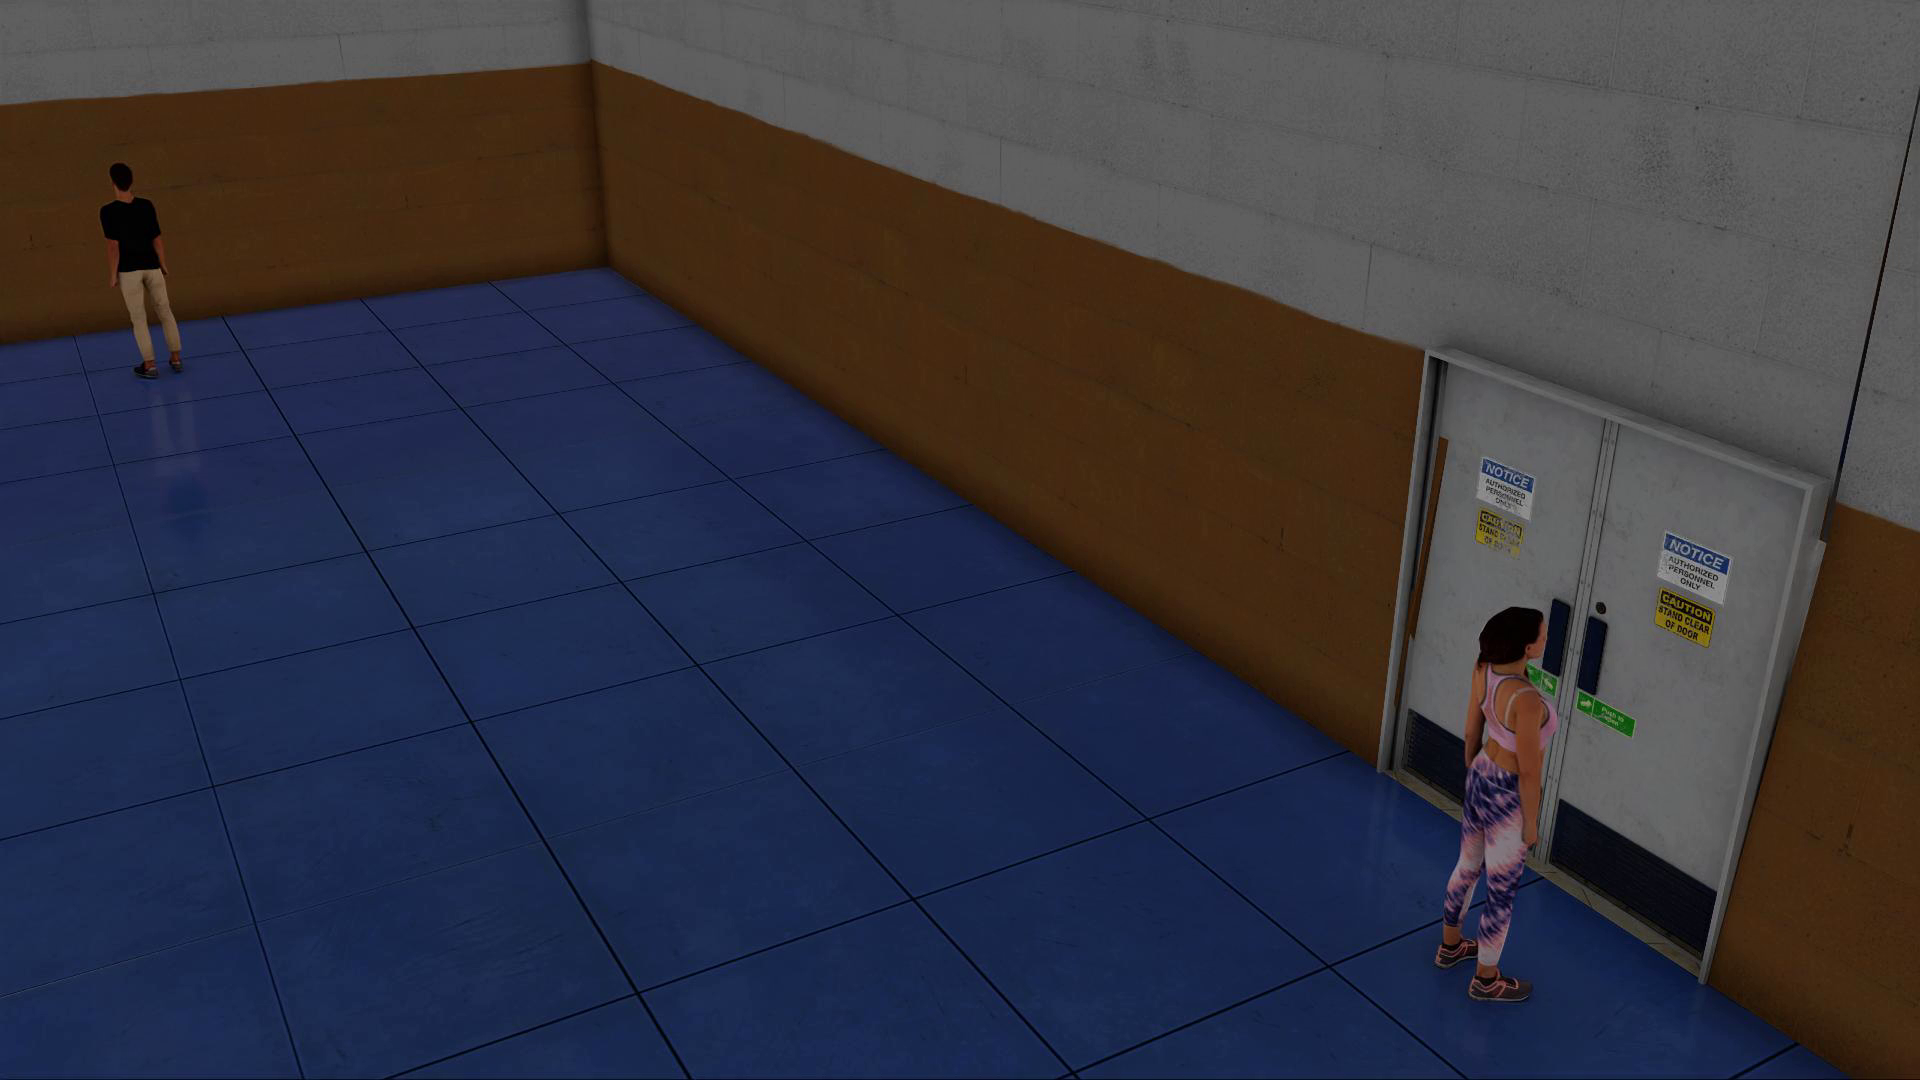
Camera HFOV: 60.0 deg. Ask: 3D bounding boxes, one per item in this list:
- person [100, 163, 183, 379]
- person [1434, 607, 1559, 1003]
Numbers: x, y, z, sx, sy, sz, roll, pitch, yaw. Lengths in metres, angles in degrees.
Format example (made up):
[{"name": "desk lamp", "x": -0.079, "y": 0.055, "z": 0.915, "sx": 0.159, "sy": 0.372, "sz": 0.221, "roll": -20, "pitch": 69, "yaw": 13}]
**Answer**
[{"name": "person", "x": -7.150, "y": -2.353, "z": 14.506, "sx": 0.761, "sy": 1.859, "sz": 0.578, "roll": 20, "pitch": 30, "yaw": 38}, {"name": "person", "x": 2.214, "y": 1.070, "z": 6.831, "sx": 0.597, "sy": 1.765, "sz": 0.630, "roll": -7, "pitch": 25, "yaw": -16}]
